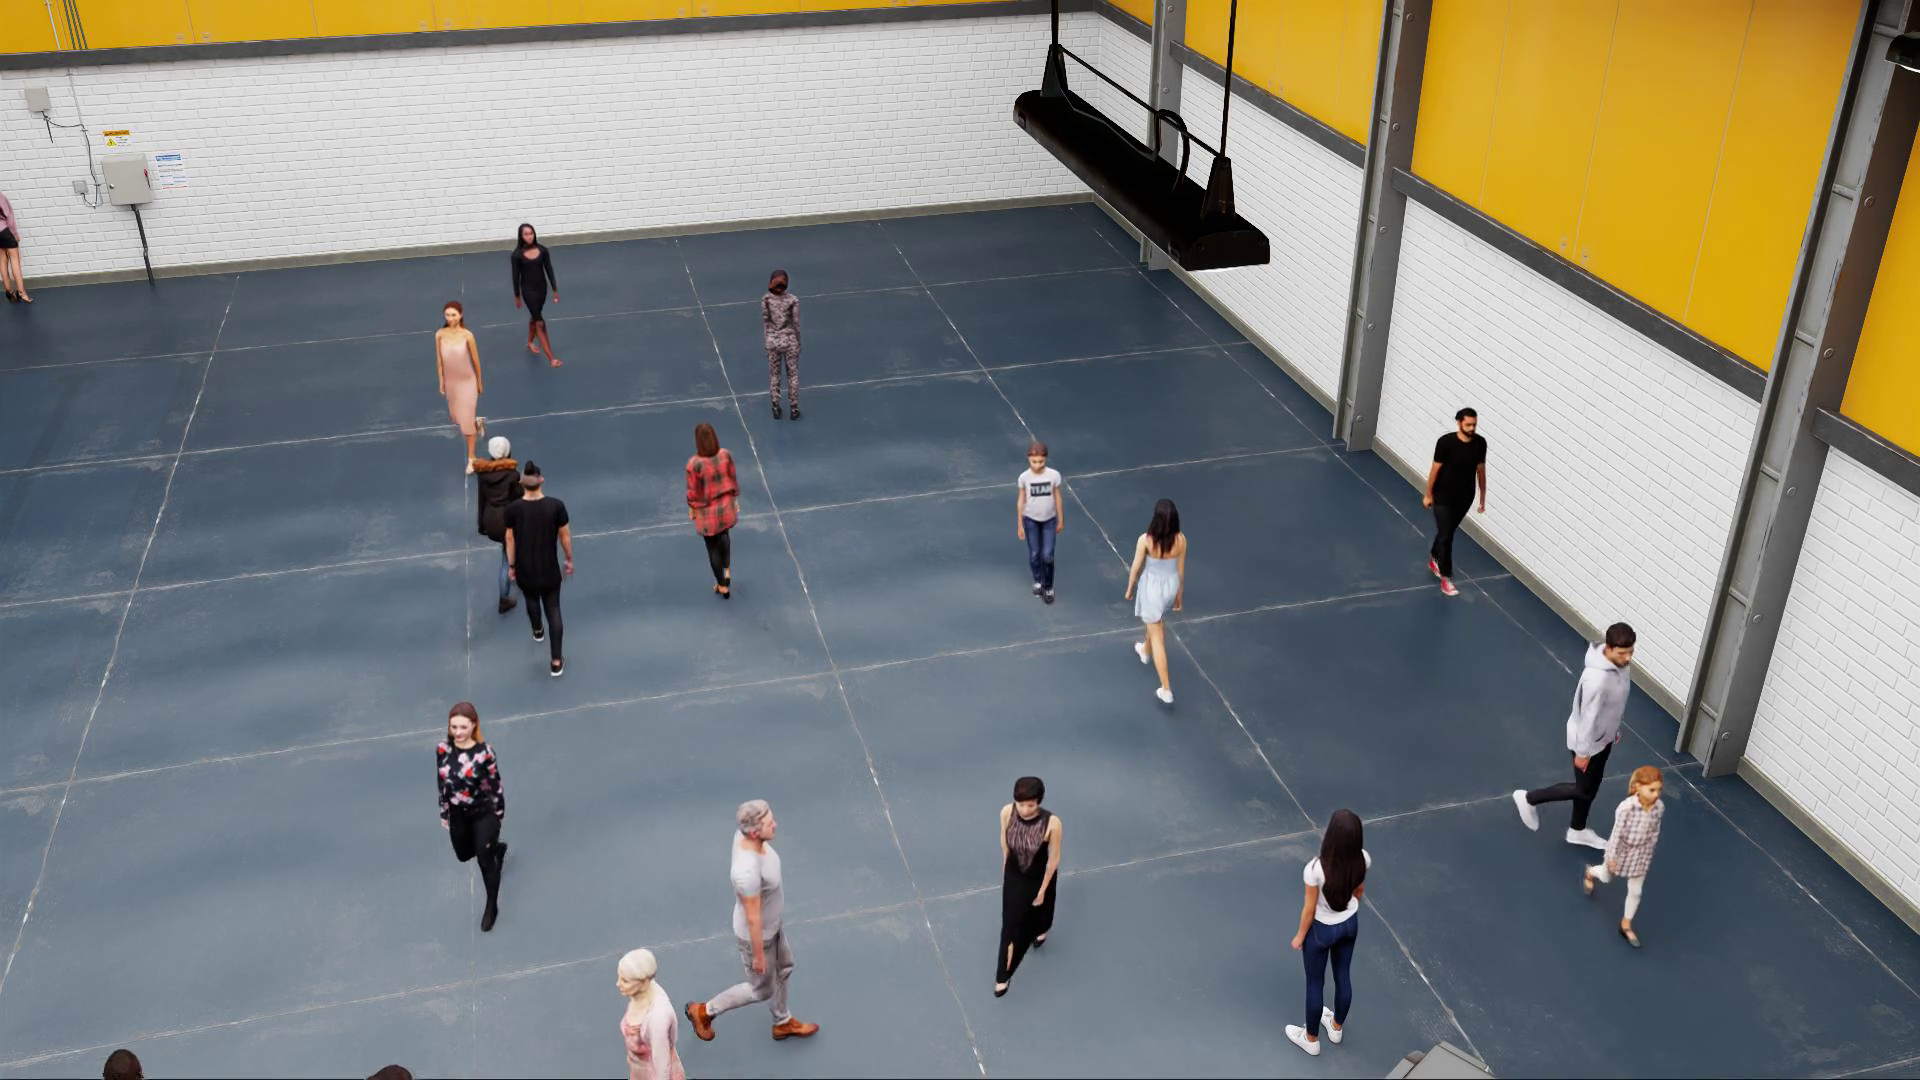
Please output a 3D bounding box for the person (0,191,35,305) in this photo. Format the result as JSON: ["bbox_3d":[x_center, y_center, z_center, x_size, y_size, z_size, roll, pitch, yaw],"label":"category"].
[{"bbox_3d":[-12.339,-3.930,21.417,0.705,1.811,0.716,9,30,16],"label":"person"}]

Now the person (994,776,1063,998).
[{"bbox_3d":[0.483,2.088,10.654,0.945,1.554,1.142,9,30,16],"label":"person"}]

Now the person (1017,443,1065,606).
[{"bbox_3d":[0.716,-0.215,14.889,0.666,1.540,0.722,2,29,4],"label":"person"}]

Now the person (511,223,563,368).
[{"bbox_3d":[-5.069,-2.916,19.706,0.968,1.669,1.263,-22,35,-34],"label":"person"}]

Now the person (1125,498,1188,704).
[{"bbox_3d":[1.614,0.510,13.412,0.602,1.682,1.158,-6,29,-11],"label":"person"}]

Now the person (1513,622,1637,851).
[{"bbox_3d":[4.322,1.348,11.634,1.095,1.914,1.009,17,33,29],"label":"person"}]

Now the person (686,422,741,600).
[{"bbox_3d":[-2.141,-0.229,14.760,0.720,1.689,0.731,-18,33,-29],"label":"person"}]

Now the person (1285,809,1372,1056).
[{"bbox_3d":[2.227,2.341,9.958,0.618,1.774,0.559,-12,31,-21],"label":"person"}]

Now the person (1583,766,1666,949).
[{"bbox_3d":[4.414,2.017,11.056,0.628,1.292,0.928,-3,29,-5],"label":"person"}]

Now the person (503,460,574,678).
[{"bbox_3d":[-3.483,0.252,13.742,0.699,1.819,1.070,-7,29,-12],"label":"person"}]

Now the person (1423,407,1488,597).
[{"bbox_3d":[4.433,-0.430,15.080,0.670,1.734,0.959,-6,29,-11],"label":"person"}]

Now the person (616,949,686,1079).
[{"bbox_3d":[-1.579,2.892,9.052,0.833,1.675,0.867,-17,33,-28],"label":"person"}]

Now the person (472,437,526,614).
[{"bbox_3d":[-4.037,-0.103,14.625,0.970,1.597,1.110,9,30,16],"label":"person"}]

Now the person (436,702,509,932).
[{"bbox_3d":[-3.225,1.771,11.116,0.806,1.667,0.961,5,29,9],"label":"person"}]

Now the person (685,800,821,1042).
[{"bbox_3d":[-1.293,2.327,9.949,0.899,1.807,1.039,-1,29,-2],"label":"person"}]

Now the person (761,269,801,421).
[{"bbox_3d":[-1.959,-2.151,18.255,0.618,1.715,0.630,1,29,1],"label":"person"}]

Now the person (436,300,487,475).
[{"bbox_3d":[-5.129,-1.626,17.191,0.811,1.812,1.050,2,29,4],"label":"person"}]
